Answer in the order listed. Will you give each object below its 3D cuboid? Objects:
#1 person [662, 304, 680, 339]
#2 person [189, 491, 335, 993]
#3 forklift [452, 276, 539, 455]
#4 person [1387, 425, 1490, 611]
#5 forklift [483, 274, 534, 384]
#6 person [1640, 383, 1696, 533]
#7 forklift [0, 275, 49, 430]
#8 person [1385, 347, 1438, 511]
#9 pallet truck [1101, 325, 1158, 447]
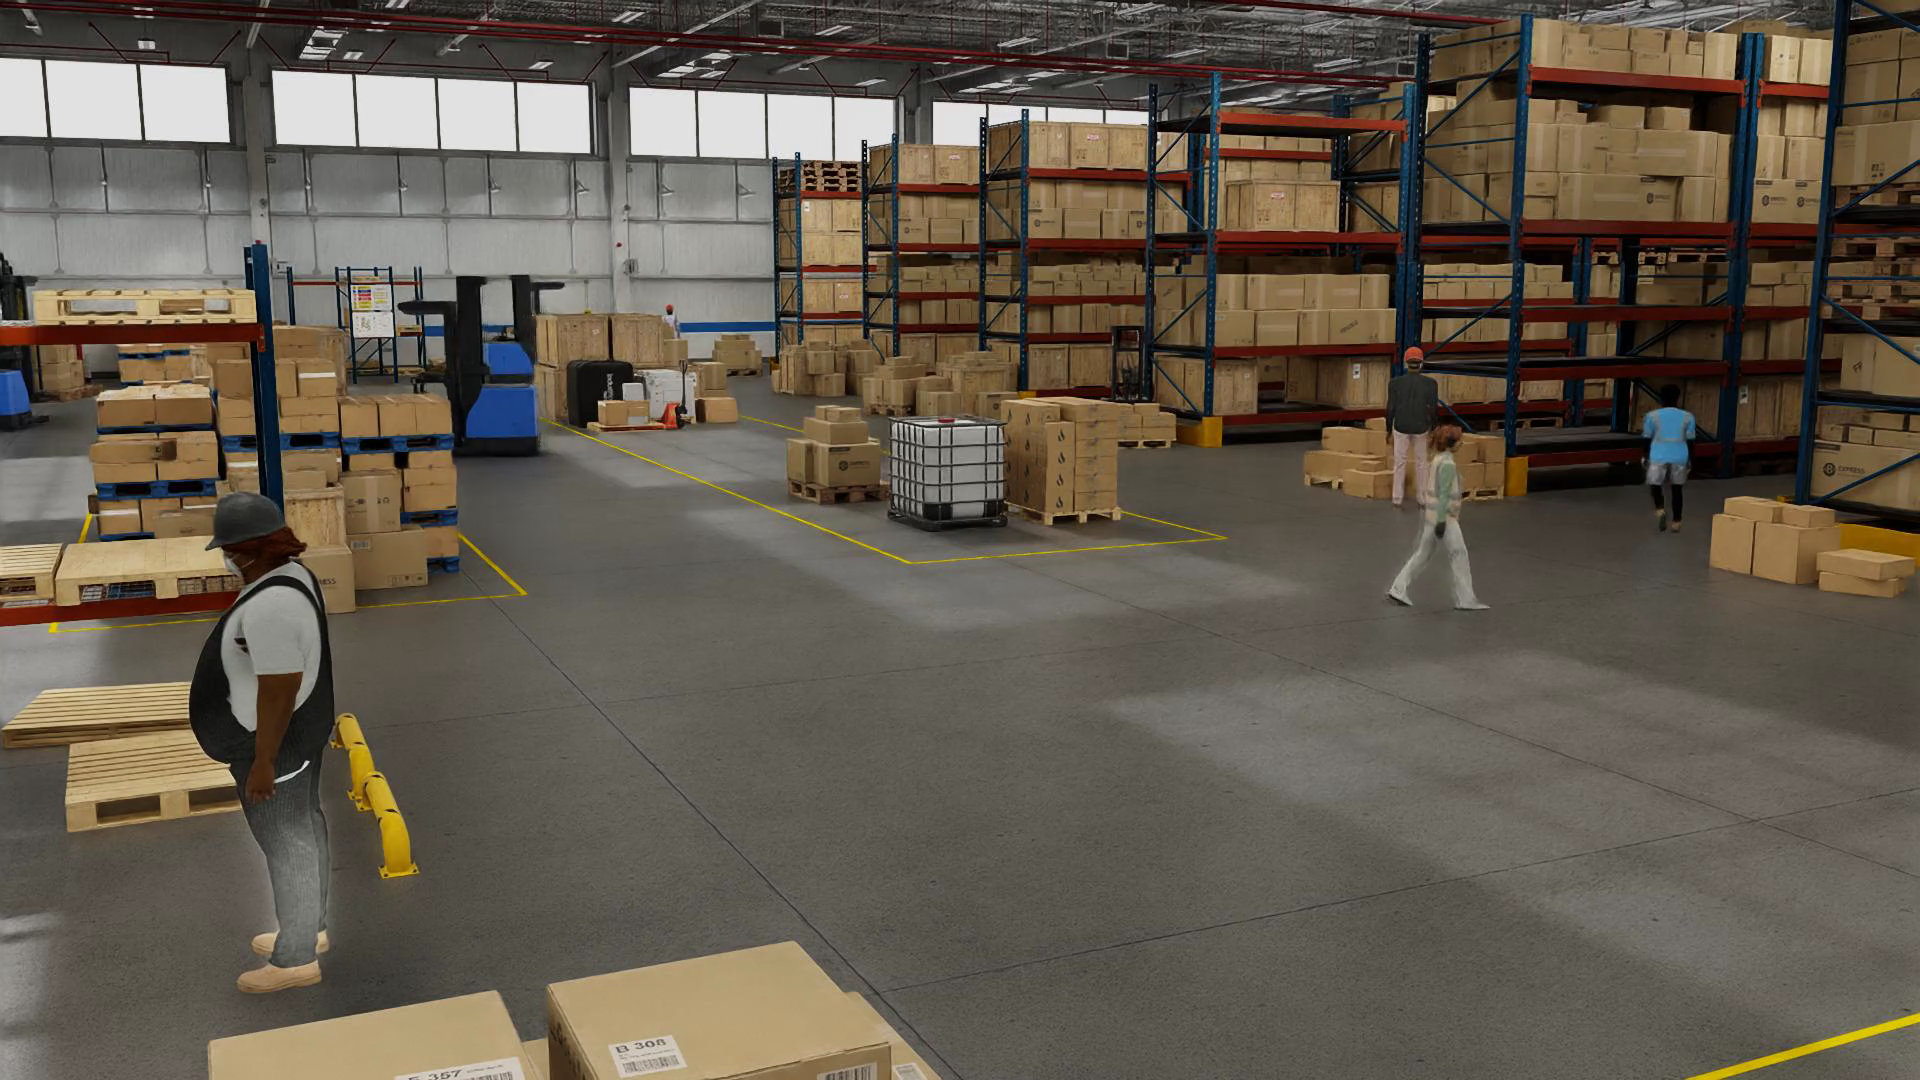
[{"bbox_3d":[-8.644,-6.066,49.656,0.543,1.936,0.377,-1,9,-5],"label":"person"},{"bbox_3d":[-2.826,0.796,6.748,0.535,2.000,0.674,-2,9,-12],"label":"person"},{"bbox_3d":[-7.669,-2.760,26.210,1.873,2.768,1.129,-2,9,-12],"label":"forklift"},{"bbox_3d":[4.096,-0.194,14.245,0.837,1.603,0.526,1,9,7],"label":"person"},{"bbox_3d":[-11.198,-5.380,42.467,1.873,2.768,1.129,-4,10,-25],"label":"forklift"},{"bbox_3d":[7.808,-0.885,18.305,0.557,1.668,0.568,2,9,11],"label":"person"},{"bbox_3d":[-17.775,-3.458,30.544,1.129,2.768,1.873,-2,9,-10],"label":"forklift"},{"bbox_3d":[5.457,-1.336,20.119,0.623,1.991,0.390,1,9,7],"label":"person"},{"bbox_3d":[2.881,-2.596,27.923,0.823,1.965,1.885,-1,9,-7],"label":"pallet truck"}]
